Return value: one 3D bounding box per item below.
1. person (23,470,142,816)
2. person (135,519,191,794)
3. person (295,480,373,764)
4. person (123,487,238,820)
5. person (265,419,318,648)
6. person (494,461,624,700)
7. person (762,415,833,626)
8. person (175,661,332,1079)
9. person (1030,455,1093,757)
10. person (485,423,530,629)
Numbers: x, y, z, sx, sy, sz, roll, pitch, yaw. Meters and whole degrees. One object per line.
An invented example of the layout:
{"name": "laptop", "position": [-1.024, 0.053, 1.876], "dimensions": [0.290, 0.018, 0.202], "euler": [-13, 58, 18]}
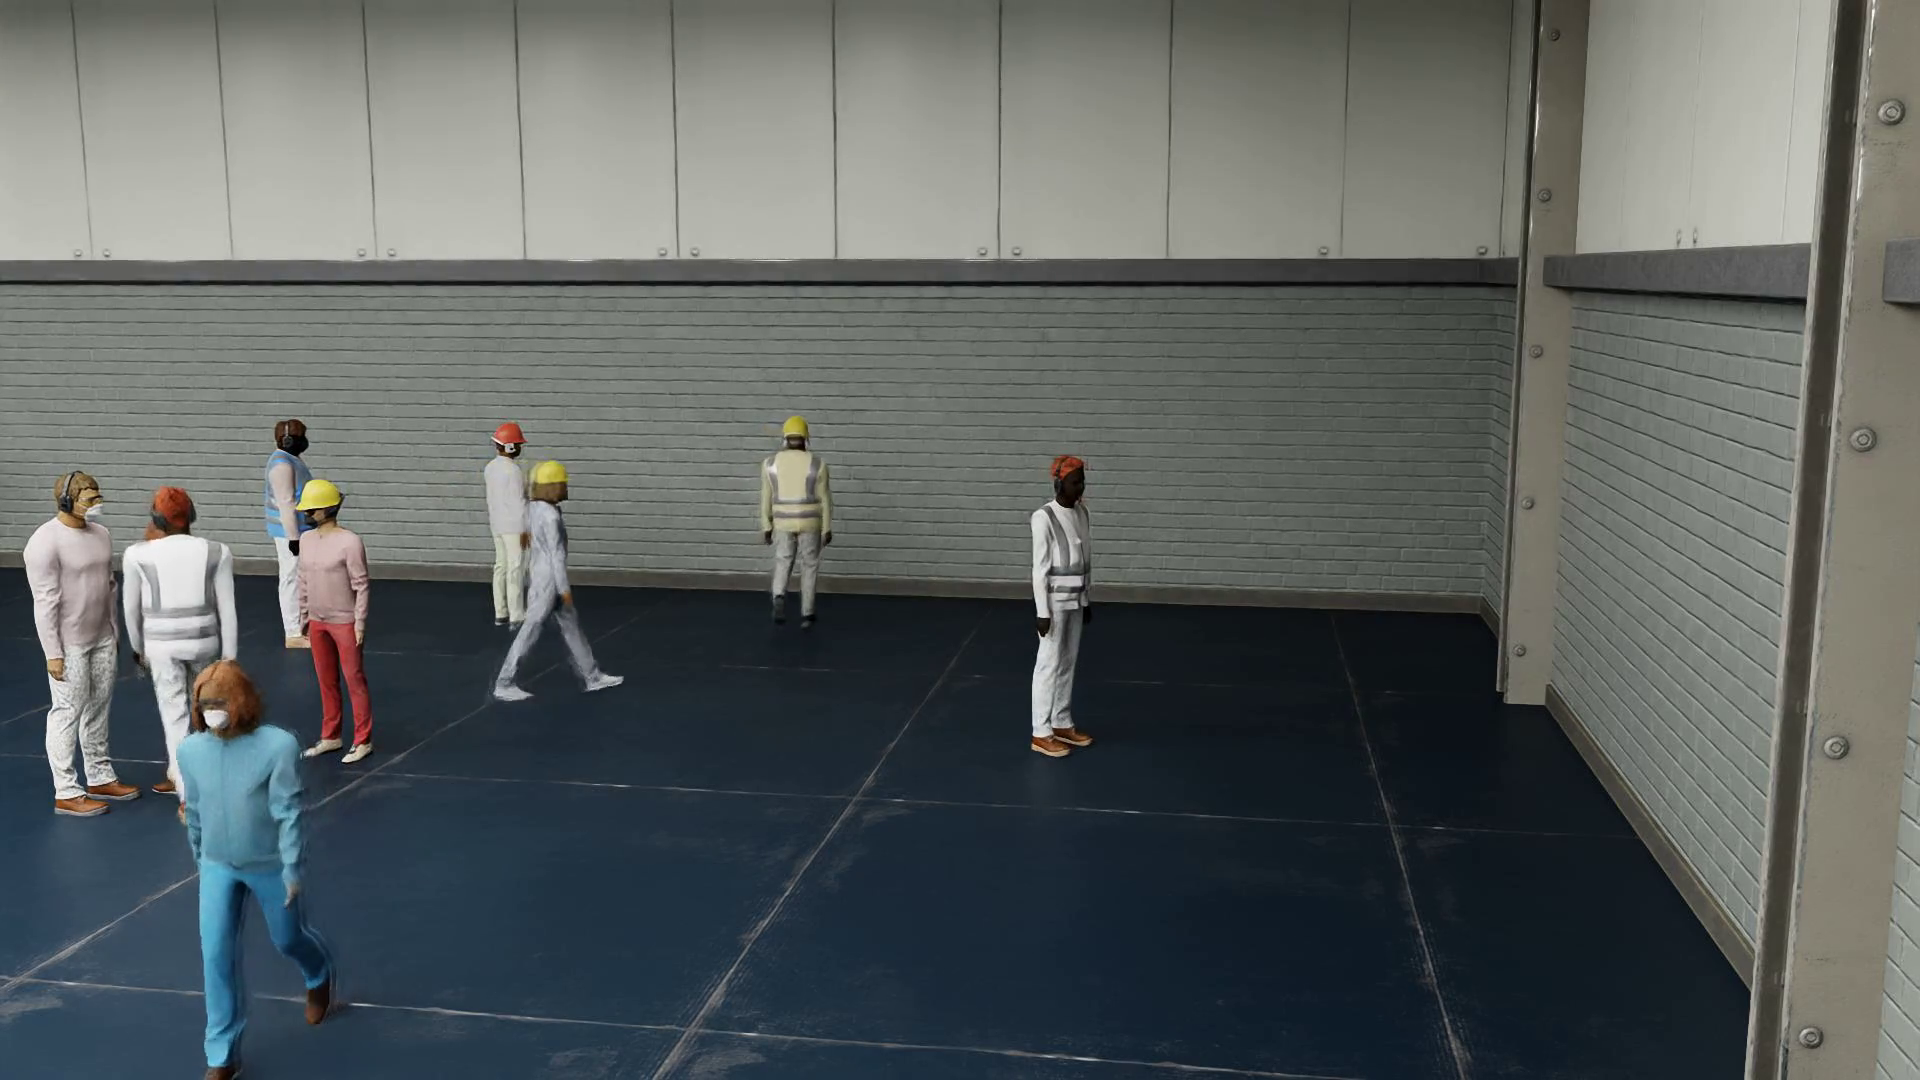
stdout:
{"name": "person", "position": [-4.923, 0.571, 9.322], "dimensions": [0.375, 1.933, 0.625], "euler": [1, 9, 7]}
{"name": "person", "position": [-4.559, 0.659, 9.684], "dimensions": [0.264, 1.632, 0.508], "euler": [5, 10, 27]}
{"name": "person", "position": [-3.877, 0.502, 10.256], "dimensions": [0.533, 1.764, 0.323], "euler": [4, 10, 25]}
{"name": "person", "position": [-4.406, 0.608, 9.436], "dimensions": [0.562, 1.833, 1.003], "euler": [-6, 11, -32]}
{"name": "person", "position": [-5.378, -0.058, 13.465], "dimensions": [0.430, 1.845, 0.620], "euler": [-3, 10, -17]}
{"name": "person", "position": [-2.893, 0.284, 11.789], "dimensions": [0.927, 1.692, 0.497], "euler": [-3, 10, -20]}
{"name": "person", "position": [-1.380, -0.144, 14.061], "dimensions": [0.606, 1.822, 0.564], "euler": [2, 9, 10]}
{"name": "person", "position": [-2.693, 1.216, 6.350], "dimensions": [0.499, 1.601, 0.792], "euler": [0, 9, 2]}
{"name": "person", "position": [0.648, 0.404, 10.487], "dimensions": [0.337, 1.882, 0.585], "euler": [6, 11, 34]}
{"name": "person", "position": [-3.807, -0.123, 14.136], "dimensions": [0.329, 1.751, 0.570], "euler": [-8, 12, -41]}
